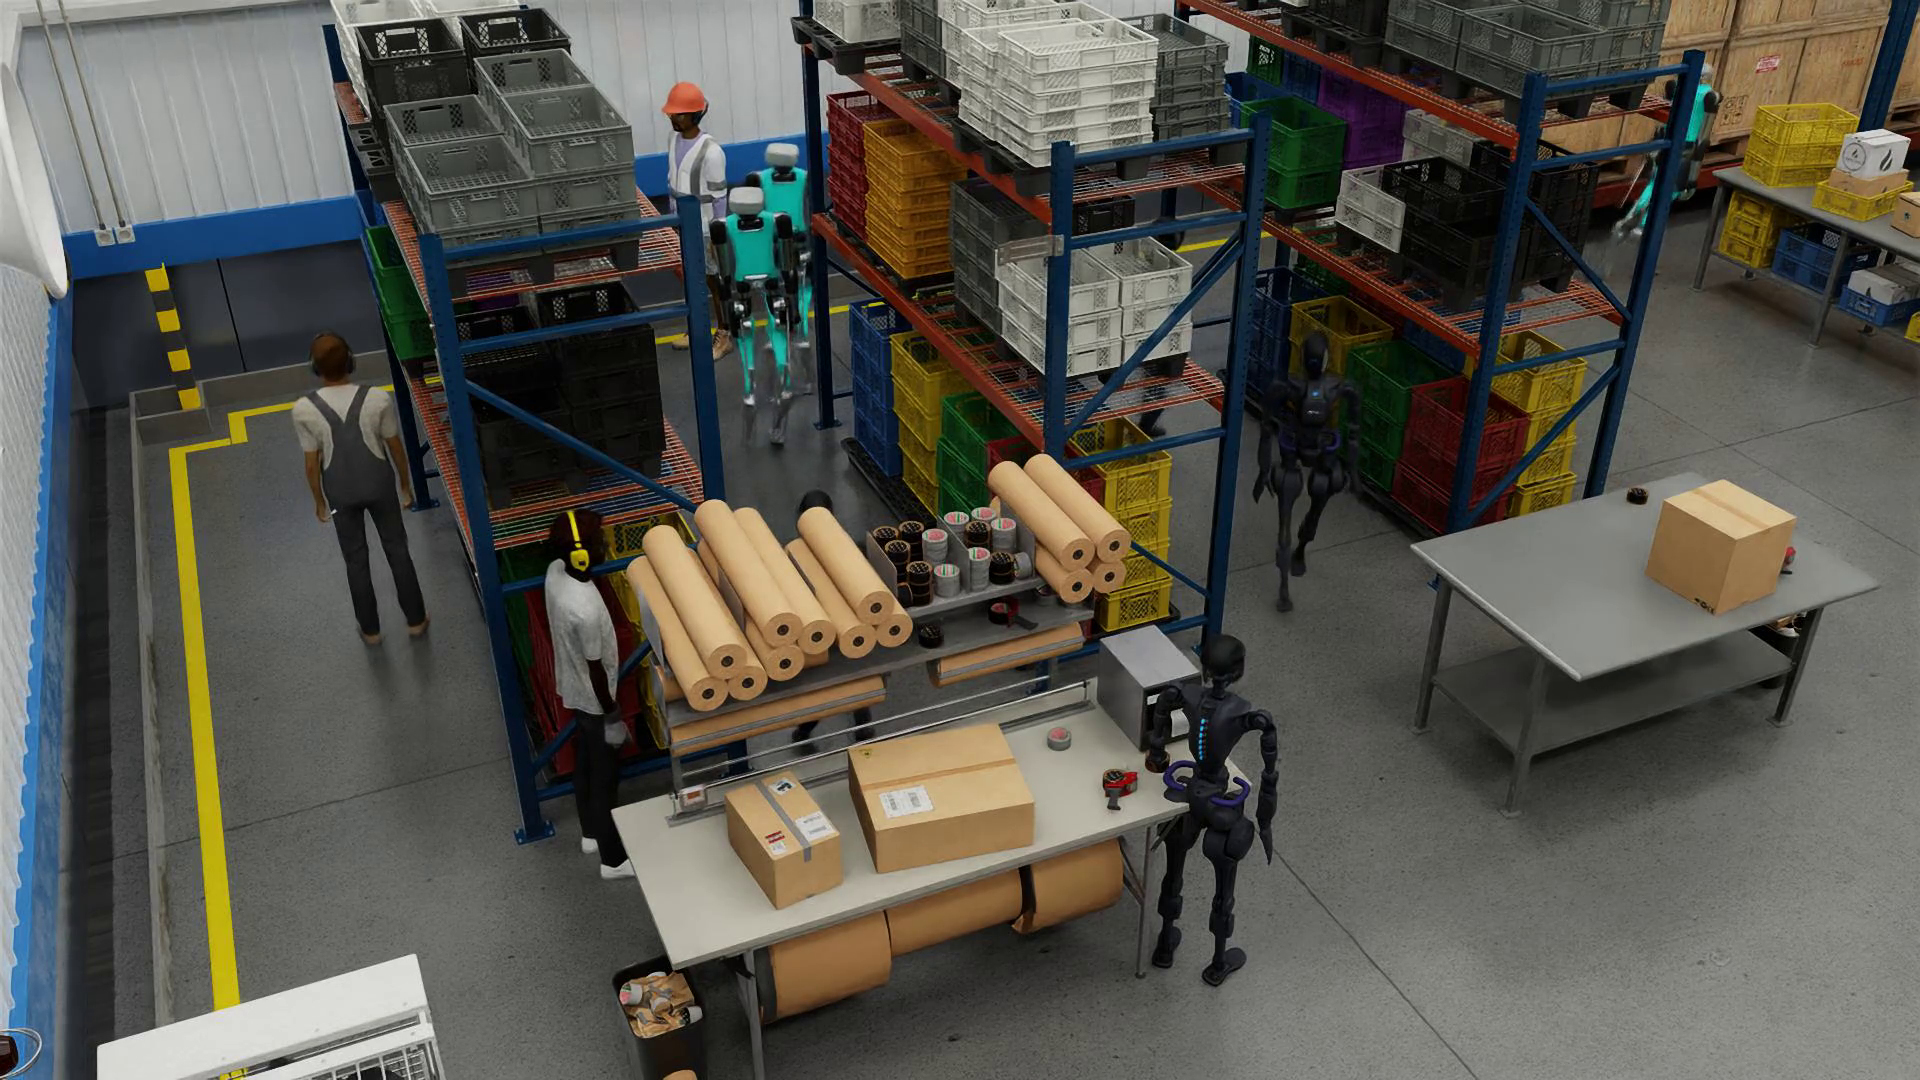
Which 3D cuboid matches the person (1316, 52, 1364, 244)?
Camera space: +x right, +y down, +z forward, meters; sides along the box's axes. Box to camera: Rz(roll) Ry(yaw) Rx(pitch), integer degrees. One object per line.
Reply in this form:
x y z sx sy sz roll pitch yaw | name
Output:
3.116 -3.220 13.706 0.618 1.837 0.430 -18 36 -26 | person

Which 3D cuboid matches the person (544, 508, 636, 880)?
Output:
-1.604 0.679 7.340 0.333 1.873 0.517 -16 35 -24 | person

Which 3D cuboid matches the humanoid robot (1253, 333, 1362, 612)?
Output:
1.965 -0.395 9.316 0.608 1.628 0.786 3 32 5 | humanoid robot

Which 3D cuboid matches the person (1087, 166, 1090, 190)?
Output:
0.834 -2.793 12.986 0.331 1.866 0.507 24 39 34 | person

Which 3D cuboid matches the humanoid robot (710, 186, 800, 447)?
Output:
-1.287 -1.334 10.756 0.548 1.818 0.672 -4 32 -7 | humanoid robot

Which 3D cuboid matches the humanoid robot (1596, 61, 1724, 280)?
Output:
5.515 -2.848 13.301 0.765 1.895 0.553 -12 34 -19 | humanoid robot

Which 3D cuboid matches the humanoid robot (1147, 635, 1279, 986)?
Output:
1.007 1.098 6.832 0.599 1.655 0.315 18 36 26 | humanoid robot

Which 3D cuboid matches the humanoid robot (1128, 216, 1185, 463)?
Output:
1.232 -1.317 10.773 0.419 1.637 0.595 -2 32 -3 | humanoid robot

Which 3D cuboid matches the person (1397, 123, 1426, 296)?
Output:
3.412 -2.338 12.378 0.761 1.727 0.529 26 40 35 | person

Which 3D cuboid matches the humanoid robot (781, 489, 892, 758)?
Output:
-0.630 0.459 7.906 0.611 1.630 0.487 -3 32 -5 | humanoid robot

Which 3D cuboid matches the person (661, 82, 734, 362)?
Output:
-1.905 -2.279 11.978 0.367 2.048 0.606 -27 41 -36 | person

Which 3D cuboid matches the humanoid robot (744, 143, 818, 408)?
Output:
-1.173 -1.743 11.439 0.530 1.804 0.799 -4 32 -6 | humanoid robot

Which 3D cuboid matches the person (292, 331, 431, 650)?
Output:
-3.189 -0.253 8.878 0.512 1.842 0.327 -12 34 -18 | person
